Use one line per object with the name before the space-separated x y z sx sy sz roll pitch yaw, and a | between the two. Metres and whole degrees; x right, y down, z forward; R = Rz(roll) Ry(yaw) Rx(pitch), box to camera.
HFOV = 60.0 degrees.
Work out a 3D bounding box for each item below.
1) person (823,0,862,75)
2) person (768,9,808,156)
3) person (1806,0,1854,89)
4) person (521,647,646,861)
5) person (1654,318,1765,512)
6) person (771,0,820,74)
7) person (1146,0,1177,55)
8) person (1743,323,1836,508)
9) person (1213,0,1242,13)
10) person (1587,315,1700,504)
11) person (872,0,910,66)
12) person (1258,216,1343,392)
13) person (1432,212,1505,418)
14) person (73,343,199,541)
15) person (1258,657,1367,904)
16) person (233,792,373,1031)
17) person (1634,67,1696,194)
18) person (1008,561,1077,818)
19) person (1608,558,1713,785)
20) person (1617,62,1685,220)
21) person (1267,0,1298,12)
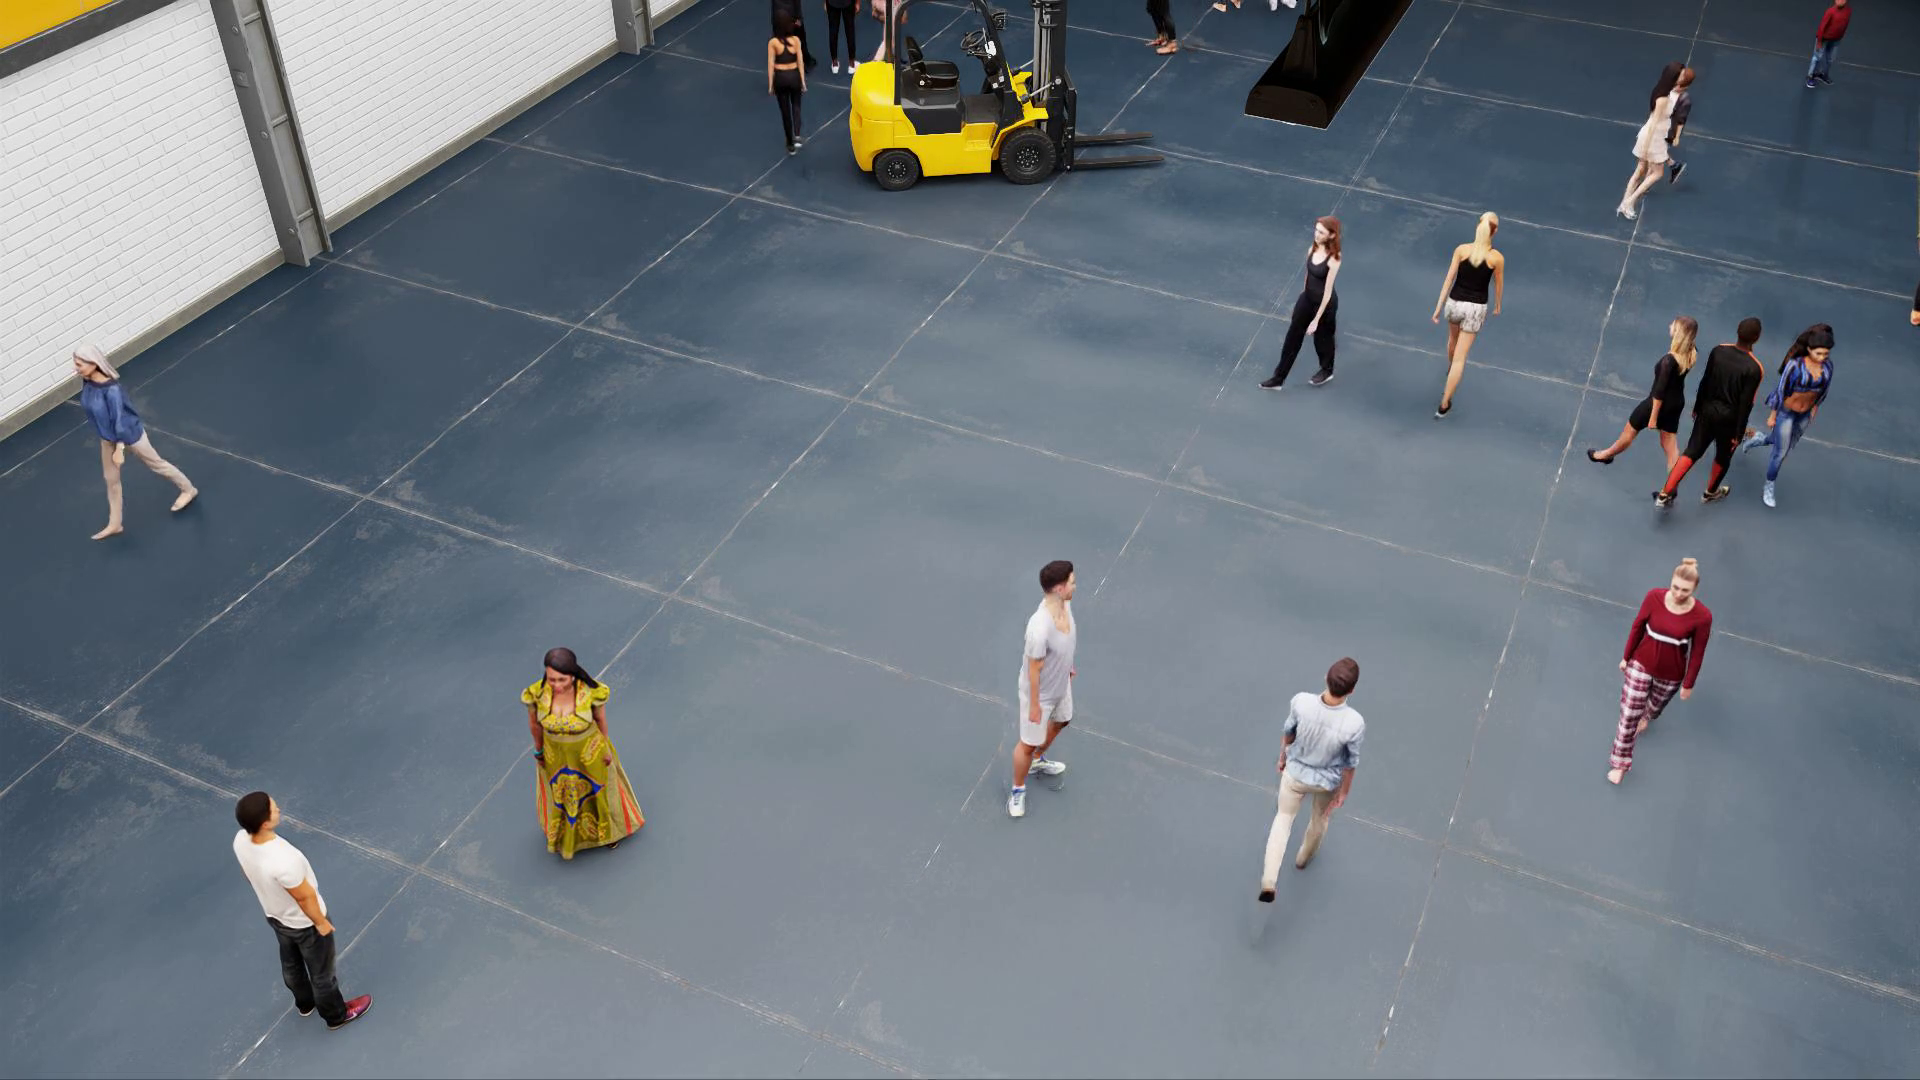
person | -1.449 -6.537 20.200 0.682 1.729 0.674 5 39 6
person | -1.889 -5.022 18.375 0.701 1.640 0.756 -9 40 -12
person | 10.456 -6.064 20.003 0.653 1.236 0.681 -13 40 -15
person | -2.419 1.306 10.443 1.002 1.660 1.017 -4 39 -6
person | 5.966 -0.945 13.156 1.187 1.781 0.983 -26 45 -29
person | -2.122 -6.270 19.864 0.636 1.732 1.073 18 42 21
person | 2.575 -6.882 20.587 0.811 1.785 0.740 7 39 9
person | 6.686 -1.062 13.441 0.911 1.608 1.038 -4 39 -5
person | 3.611 -7.856 21.821 0.665 1.768 0.750 -17 42 -20
person | 5.701 -1.001 13.355 1.090 1.621 0.992 -24 44 -27
person | -0.916 -6.314 19.961 0.841 1.679 1.223 28 47 31
person | 3.240 -2.075 14.631 1.115 1.708 0.934 -22 44 -26
person | 4.354 -1.931 14.392 0.717 1.781 1.201 20 43 23
person | -6.512 -0.829 13.122 0.739 1.654 1.151 23 44 26
person | 2.105 1.489 10.075 0.639 1.824 1.019 17 42 20
person | -3.758 2.091 9.349 0.659 1.798 0.562 21 43 24
person | 7.582 -4.356 17.715 0.872 1.424 0.865 -6 39 -8
person | 0.504 0.936 10.765 0.974 1.826 0.529 30 47 32
person | 4.660 0.813 11.053 0.691 1.660 1.027 20 43 23
person | 7.033 -4.110 17.164 0.672 1.726 0.537 12 40 15
person | 4.300 -7.874 21.752 0.756 1.882 0.798 -9 39 -11
